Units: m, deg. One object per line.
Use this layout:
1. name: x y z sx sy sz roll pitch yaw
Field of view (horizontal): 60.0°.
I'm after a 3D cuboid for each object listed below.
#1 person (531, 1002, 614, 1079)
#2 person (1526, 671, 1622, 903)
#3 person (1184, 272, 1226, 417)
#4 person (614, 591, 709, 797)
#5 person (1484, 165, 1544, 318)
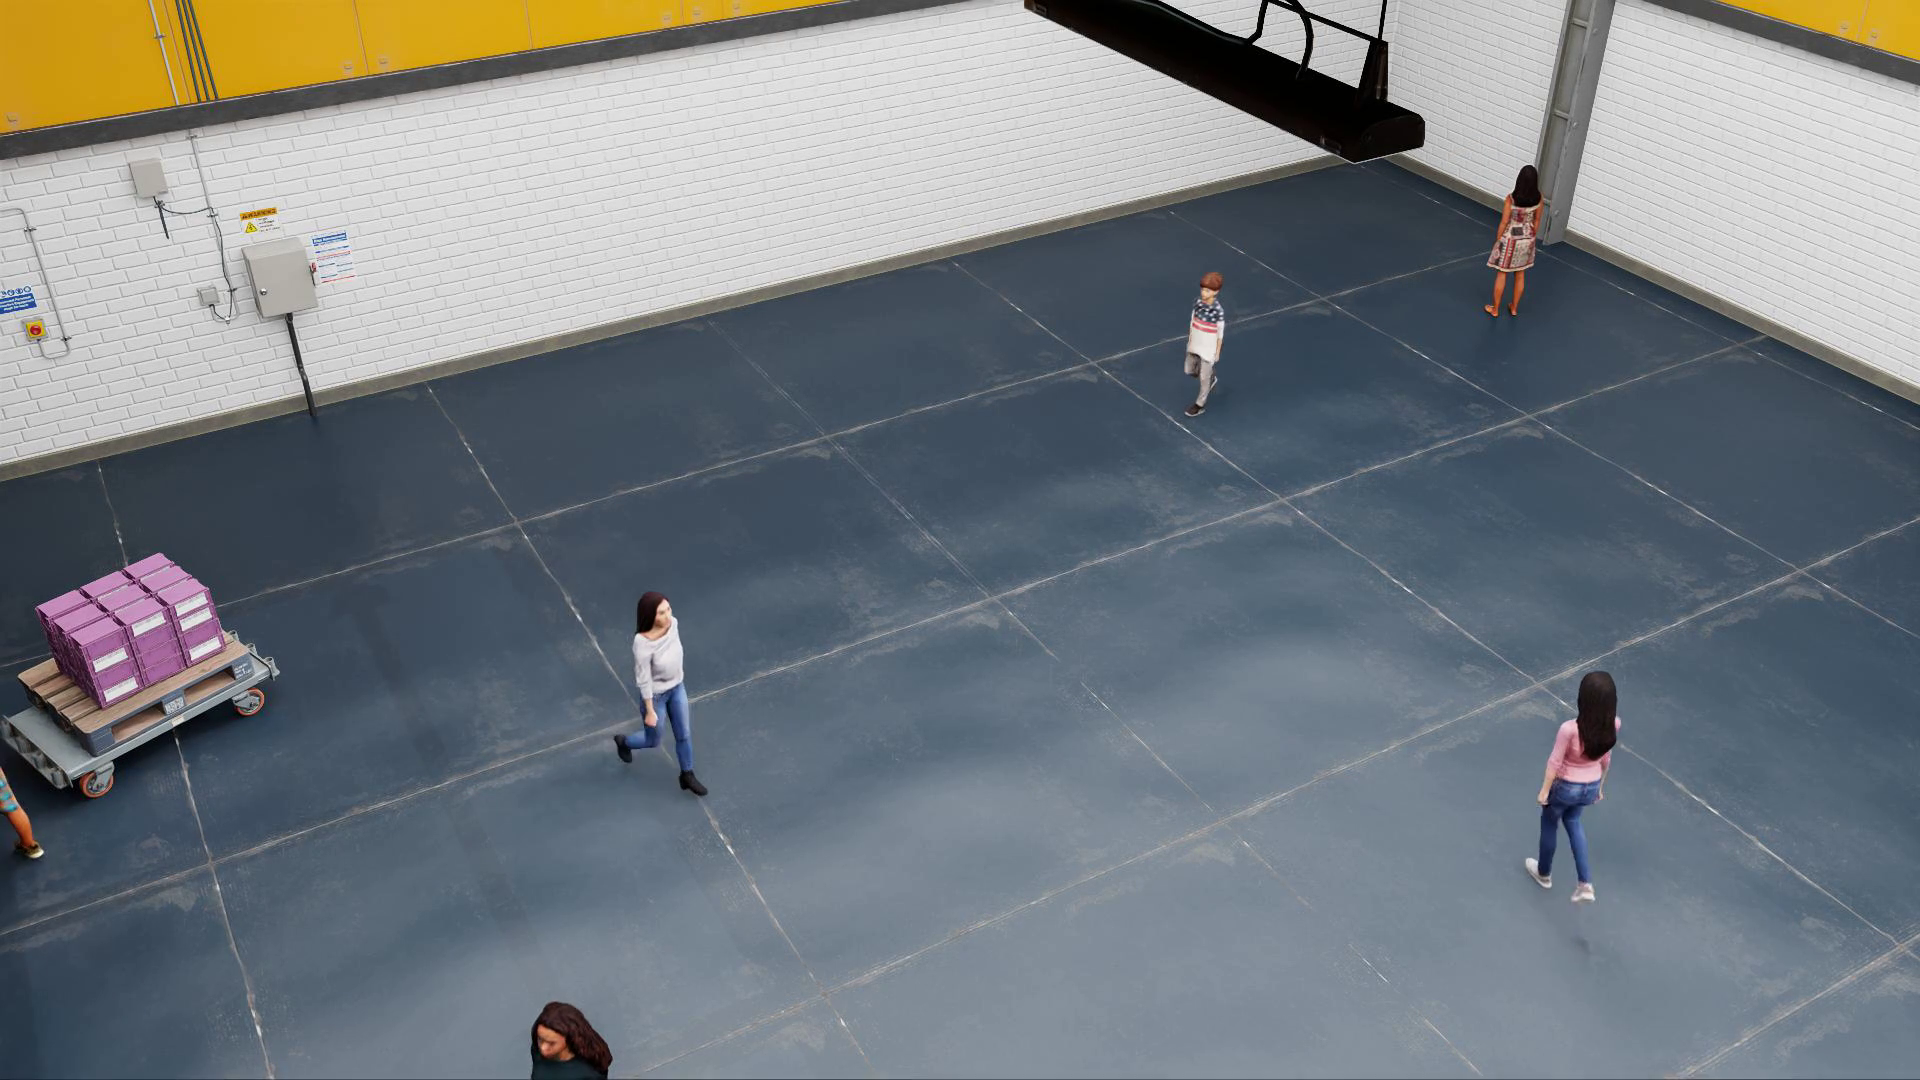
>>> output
1. person: -1.914 2.893 8.284 0.695 1.617 0.772 15 36 21
2. person: 3.786 1.569 10.174 0.713 1.730 0.906 -8 34 -11
3. person: 2.328 -1.869 15.613 0.685 1.434 0.712 -28 42 -35
4. person: -2.060 1.020 11.106 1.063 1.613 0.894 17 37 24
5. person: 5.782 -3.111 17.292 0.718 1.645 0.671 -4 34 -6
